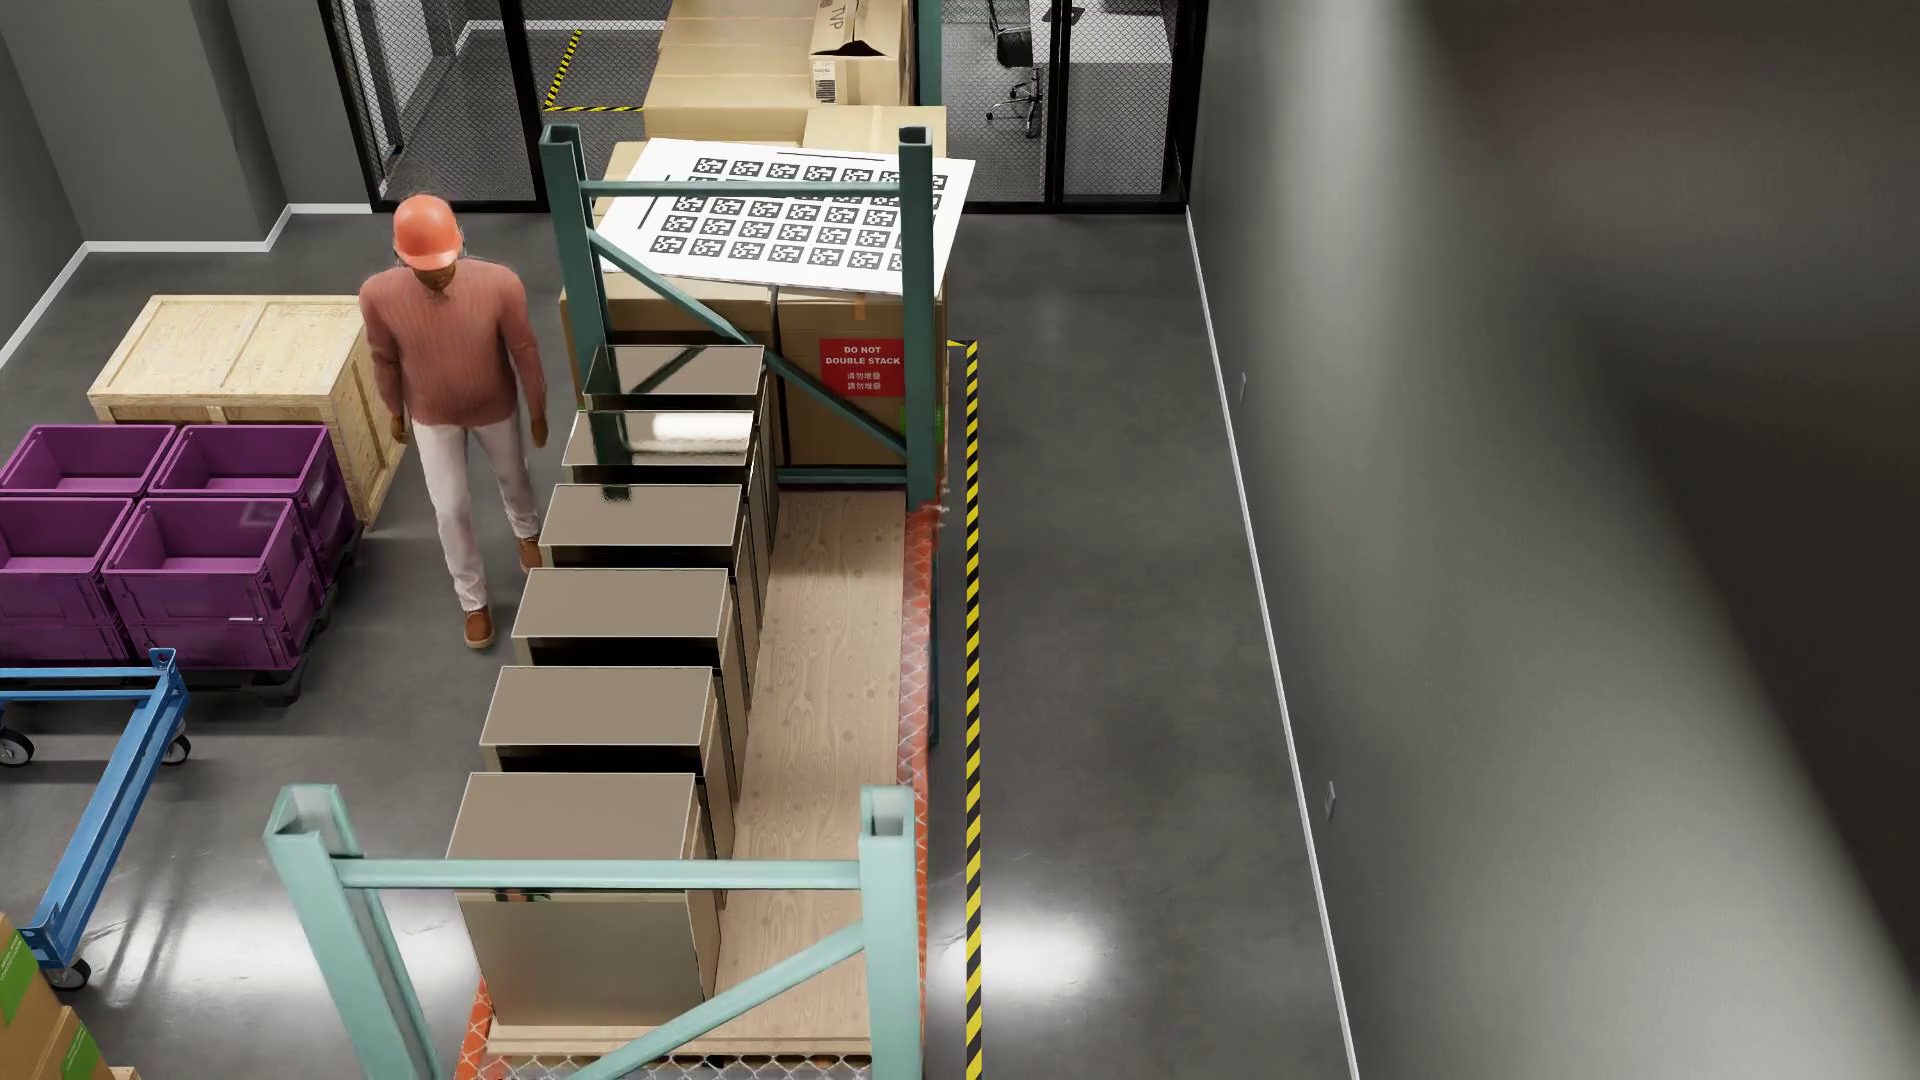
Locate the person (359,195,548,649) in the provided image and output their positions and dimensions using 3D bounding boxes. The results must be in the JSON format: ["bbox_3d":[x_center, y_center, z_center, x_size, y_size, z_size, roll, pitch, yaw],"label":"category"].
[{"bbox_3d":[-1.904,-0.491,6.449,0.631,1.945,0.850,-10,42,-11],"label":"person"}]
